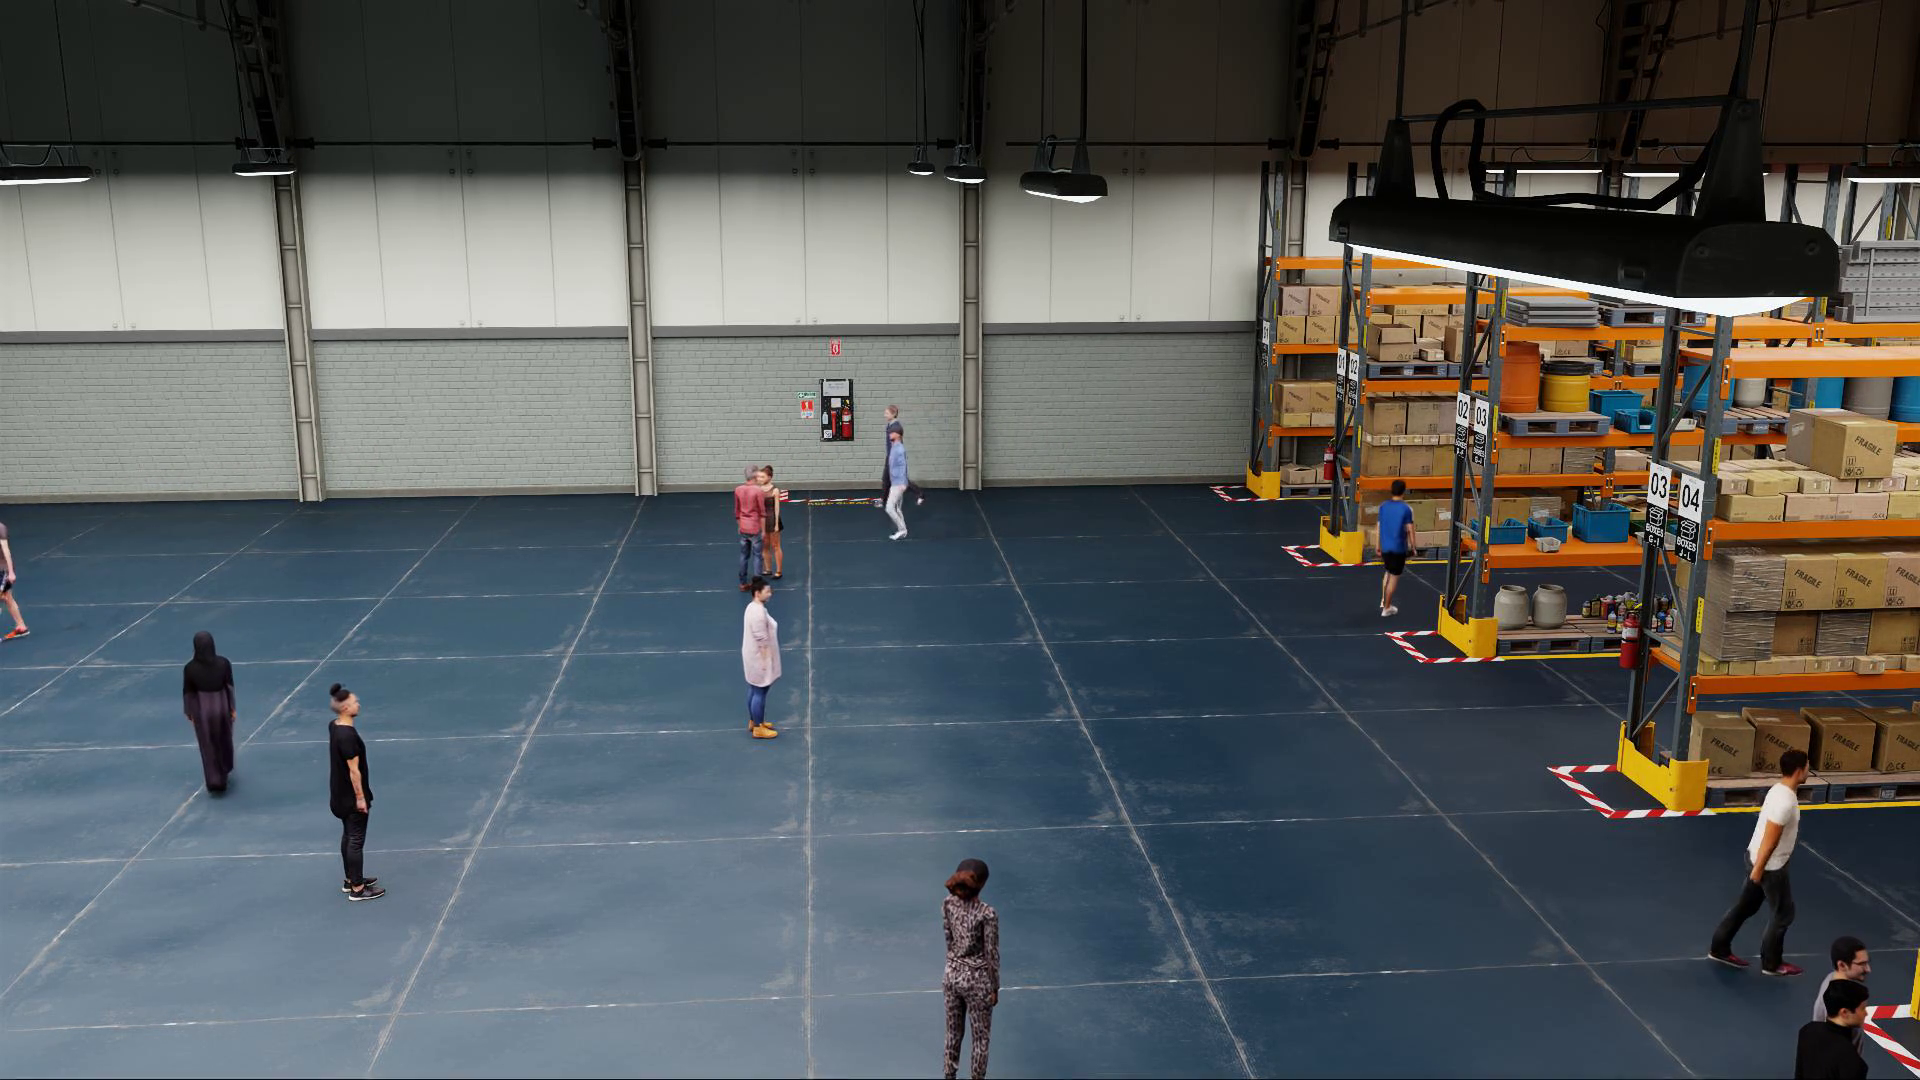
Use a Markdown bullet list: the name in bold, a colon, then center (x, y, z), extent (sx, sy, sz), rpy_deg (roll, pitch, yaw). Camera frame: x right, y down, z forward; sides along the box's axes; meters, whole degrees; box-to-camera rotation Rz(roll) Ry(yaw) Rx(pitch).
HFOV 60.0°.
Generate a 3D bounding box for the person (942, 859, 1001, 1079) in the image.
- **person**: center (0.057, 2.876, 10.834), extent (0.647, 1.716, 0.723), rpy_deg (8, 15, 30)

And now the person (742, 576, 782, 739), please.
- **person**: center (-2.161, 1.241, 17.839), extent (0.665, 1.741, 0.726), rpy_deg (-3, 13, -13)

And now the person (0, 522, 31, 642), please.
- **person**: center (-12.226, 0.384, 21.341), extent (1.000, 1.830, 1.048), rpy_deg (10, 16, 36)

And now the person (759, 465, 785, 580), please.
- **person**: center (-2.800, -0.268, 24.489), extent (0.670, 1.680, 0.751), rpy_deg (8, 15, 31)

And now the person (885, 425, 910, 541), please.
- **person**: center (-0.926, -0.925, 26.889), extent (0.640, 1.878, 0.687), rpy_deg (-2, 13, -10)

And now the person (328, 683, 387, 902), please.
- **person**: center (-5.105, 2.080, 13.930), extent (0.756, 1.869, 0.768), rpy_deg (-8, 15, -32)

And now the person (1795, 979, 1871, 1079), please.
- **person**: center (4.811, 3.243, 9.236), extent (0.515, 1.722, 0.651), rpy_deg (-2, 13, -7)

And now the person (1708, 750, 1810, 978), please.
- **person**: center (6.016, 2.445, 12.593), extent (1.003, 1.762, 0.864), rpy_deg (6, 15, 26)

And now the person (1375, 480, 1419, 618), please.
- **person**: center (5.802, 0.121, 22.431), extent (0.815, 1.851, 0.873), rpy_deg (12, 18, 43)

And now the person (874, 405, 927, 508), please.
- **person**: center (-1.037, -1.434, 29.194), extent (1.189, 1.830, 0.841), rpy_deg (-3, 13, -14)

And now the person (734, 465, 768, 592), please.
- **person**: center (-2.972, -0.164, 23.715), extent (0.726, 1.827, 0.816), rpy_deg (9, 16, 34)

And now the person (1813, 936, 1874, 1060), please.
- **person**: center (5.074, 3.122, 9.687), extent (0.709, 1.754, 0.704), rpy_deg (6, 14, 26)

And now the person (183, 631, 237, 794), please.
- **person**: center (-7.312, 1.684, 16.225), extent (1.115, 1.606, 0.962), rpy_deg (-7, 15, -27)
